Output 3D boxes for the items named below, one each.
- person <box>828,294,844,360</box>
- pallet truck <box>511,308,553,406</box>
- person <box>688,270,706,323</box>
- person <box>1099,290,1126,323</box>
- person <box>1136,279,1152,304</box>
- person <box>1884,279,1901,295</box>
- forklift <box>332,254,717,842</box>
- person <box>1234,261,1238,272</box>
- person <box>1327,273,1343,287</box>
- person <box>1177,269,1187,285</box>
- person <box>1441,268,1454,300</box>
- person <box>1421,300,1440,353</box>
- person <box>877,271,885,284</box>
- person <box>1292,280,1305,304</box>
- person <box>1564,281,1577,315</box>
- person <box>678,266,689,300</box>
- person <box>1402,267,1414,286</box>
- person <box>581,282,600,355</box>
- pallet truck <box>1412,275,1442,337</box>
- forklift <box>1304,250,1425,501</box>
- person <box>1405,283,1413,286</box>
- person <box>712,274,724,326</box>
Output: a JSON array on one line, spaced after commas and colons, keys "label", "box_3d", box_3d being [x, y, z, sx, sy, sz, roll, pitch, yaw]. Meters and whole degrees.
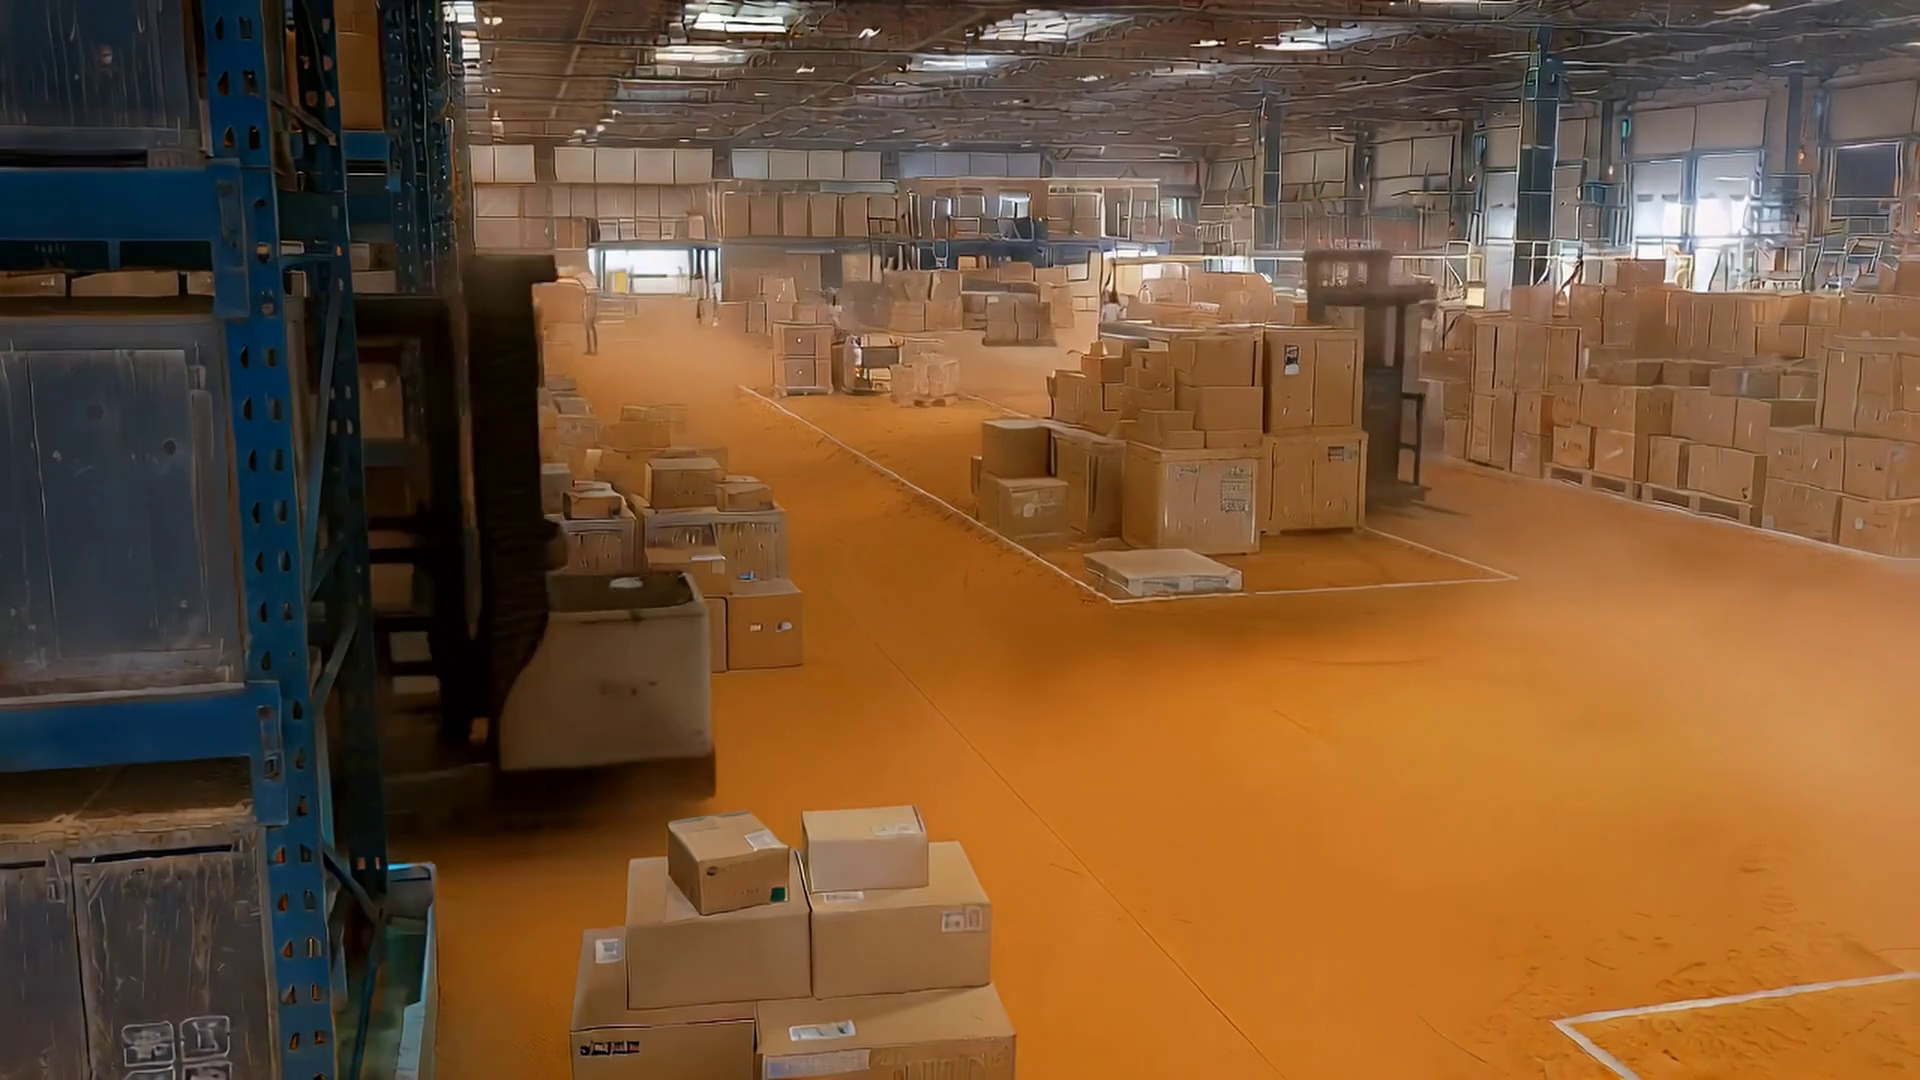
[{"label": "person", "box_3d": [-3.217, -5.370, 41.987, 0.769, 1.663, 0.547, -10, 14, -44]}, {"label": "pallet truck", "box_3d": [-6.242, -2.418, 24.362, 0.823, 1.965, 1.885, 1, 10, 3]}, {"label": "person", "box_3d": [-9.813, -9.096, 62.220, 1.042, 1.994, 0.632, 10, 14, 44]}, {"label": "person", "box_3d": [3.358, -4.540, 36.620, 0.611, 1.926, 0.989, 4, 11, 21]}, {"label": "person", "box_3d": [5.324, -6.629, 48.408, 0.382, 1.924, 0.593, -7, 12, -34]}, {"label": "person", "box_3d": [26.654, -6.478, 47.524, 0.551, 1.937, 0.357, -3, 10, -16]}, {"label": "forklift", "box_3d": [-2.259, -0.048, 8.446, 1.873, 2.768, 1.129, -3, 10, -15]}, {"label": "person", "box_3d": [16.203, -15.472, 98.292, 0.611, 1.995, 0.380, -10, 14, -44]}, {"label": "person", "box_3d": [14.425, -9.358, 63.996, 0.626, 1.894, 1.012, 5, 11, 28]}, {"label": "person", "box_3d": [9.372, -10.548, 70.703, 0.746, 1.893, 0.602, -5, 11, -28]}, {"label": "person", "box_3d": [21.394, -10.968, 72.969, 0.547, 1.930, 0.384, 8, 13, 38]}, {"label": "person", "box_3d": [10.995, -4.994, 39.236, 0.602, 1.896, 0.644, 5, 11, 28]}, {"label": "person", "box_3d": [-2.787, -8.653, 59.690, 0.391, 1.991, 0.613, 8, 13, 38]}, {"label": "person", "box_3d": [11.384, -7.911, 56.234, 0.506, 1.724, 0.524, 3, 11, 18]}, {"label": "person", "box_3d": [18.627, -6.966, 50.599, 0.538, 1.823, 0.559, -8, 13, -40]}, {"label": "person", "box_3d": [-14.873, -13.828, 89.417, 0.582, 1.842, 0.976, -2, 10, -10]}, {"label": "person", "box_3d": [20.416, -11.393, 75.441, 0.613, 1.913, 0.898, 6, 11, 29]}, {"label": "person", "box_3d": [-9.811, -5.879, 44.137, 0.550, 1.933, 0.370, -10, 14, -43]}, {"label": "pallet truck", "box_3d": [14.620, -7.324, 52.145, 0.823, 1.965, 1.885, 8, 13, 40]}, {"label": "forklift", "box_3d": [4.319, -1.869, 18.758, 1.129, 2.768, 1.873, -3, 10, -15]}, {"label": "person", "box_3d": [11.279, -5.490, 41.926, 0.372, 1.940, 0.632, 1, 10, 8]}, {"label": "person", "box_3d": [-8.779, -8.674, 60.196, 0.327, 1.861, 0.499, 6, 12, 31]}]
